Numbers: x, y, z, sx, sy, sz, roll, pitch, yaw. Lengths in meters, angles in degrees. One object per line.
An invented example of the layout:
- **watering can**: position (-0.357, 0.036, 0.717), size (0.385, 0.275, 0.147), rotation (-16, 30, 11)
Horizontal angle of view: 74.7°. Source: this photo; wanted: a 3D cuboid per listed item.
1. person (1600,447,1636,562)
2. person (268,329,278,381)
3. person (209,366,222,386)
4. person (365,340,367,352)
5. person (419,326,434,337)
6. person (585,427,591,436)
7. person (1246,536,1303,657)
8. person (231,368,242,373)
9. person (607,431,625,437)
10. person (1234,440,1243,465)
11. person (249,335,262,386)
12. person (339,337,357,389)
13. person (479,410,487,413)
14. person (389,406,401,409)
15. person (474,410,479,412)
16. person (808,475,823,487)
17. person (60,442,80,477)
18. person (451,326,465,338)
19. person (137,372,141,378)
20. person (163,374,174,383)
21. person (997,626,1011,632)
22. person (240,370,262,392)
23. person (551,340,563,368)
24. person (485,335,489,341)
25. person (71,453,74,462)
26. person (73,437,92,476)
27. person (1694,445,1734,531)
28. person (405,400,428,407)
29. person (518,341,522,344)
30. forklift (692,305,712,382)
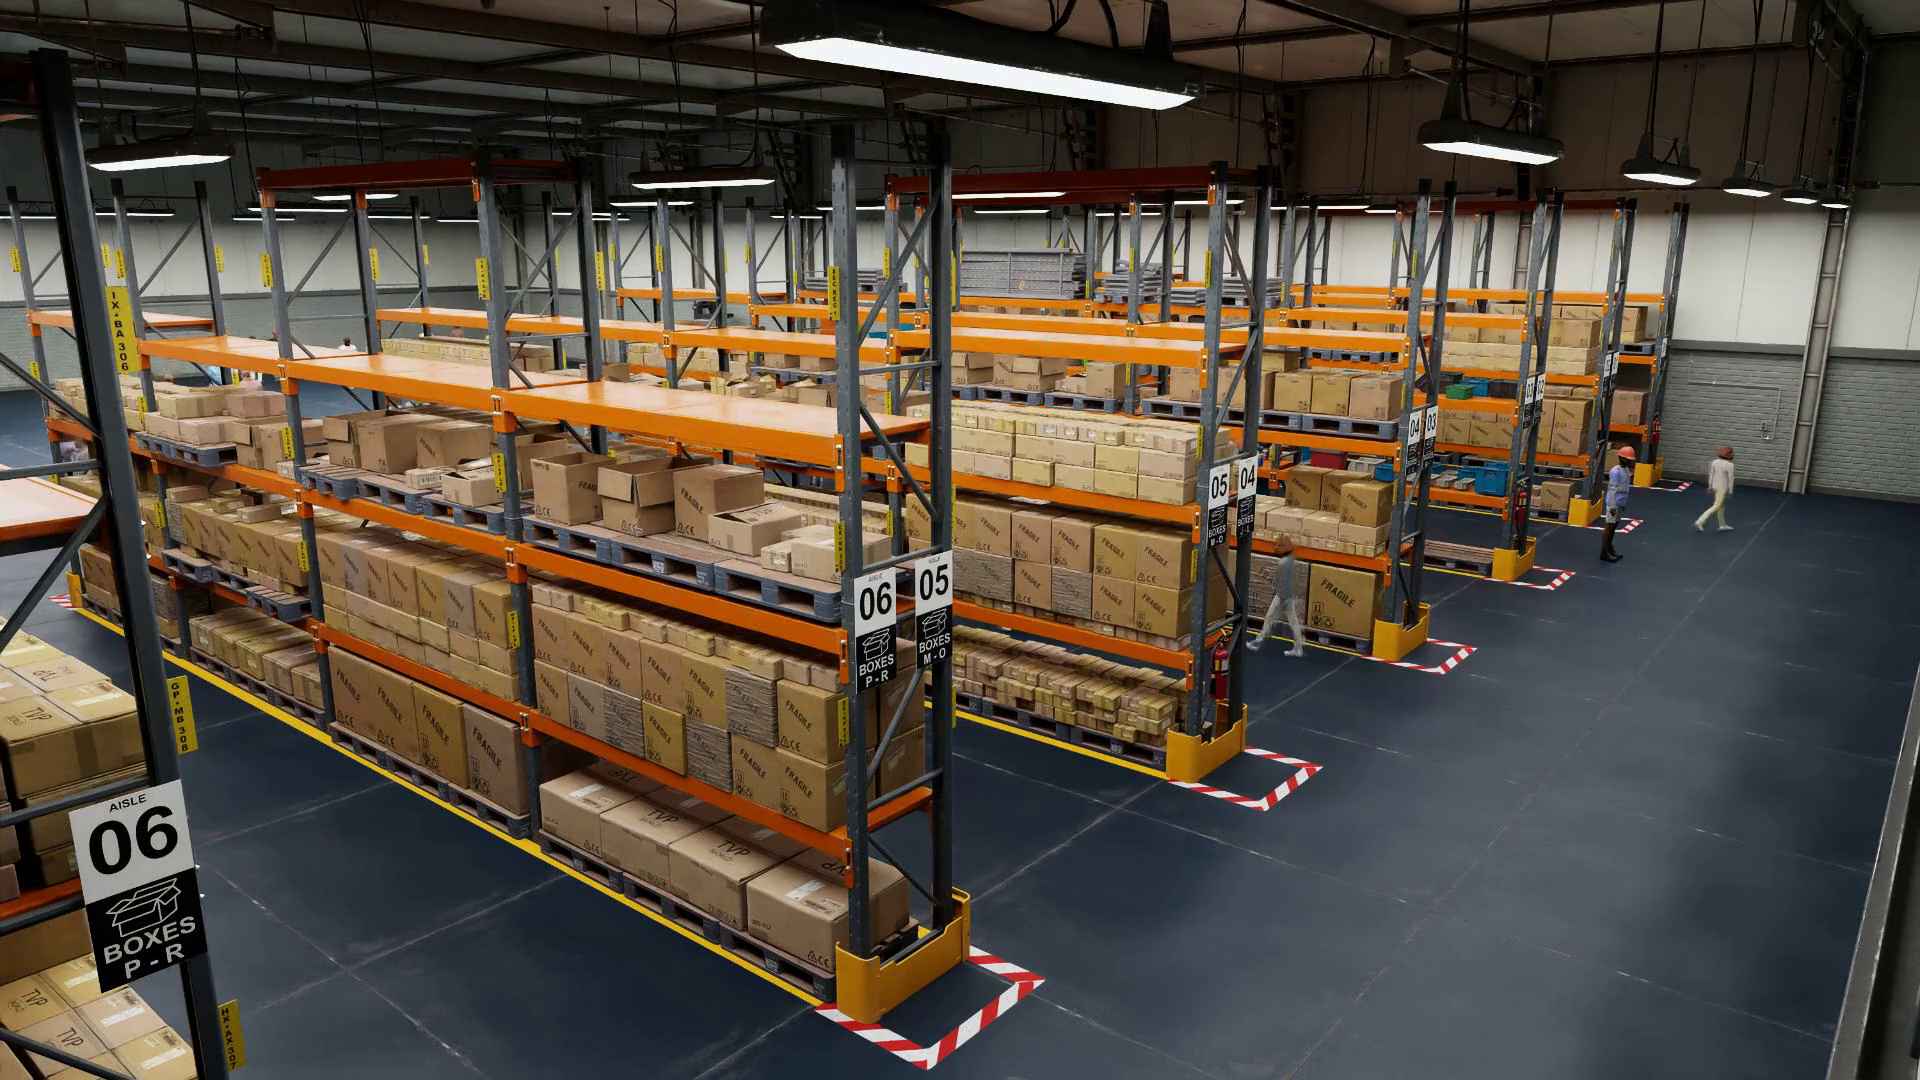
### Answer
- **person**: position (11.059, -0.618, 21.148), size (0.376, 1.931, 0.542), rotation (13, 19, 43)
- **person**: position (-25.376, -6.877, 46.843), size (0.621, 1.954, 0.946), rotation (-11, 17, -37)
- **person**: position (-22.911, -4.851, 39.074), size (0.579, 1.664, 0.641), rotation (11, 18, 38)
- **person**: position (-21.822, -6.894, 46.961), size (0.635, 1.930, 0.448), rotation (-10, 17, -35)
- **person**: position (-21.506, -7.778, 50.805), size (0.404, 1.833, 0.592), rotation (12, 18, 42)
- **person**: position (-9.146, -3.061, 31.224), size (0.585, 1.918, 0.381), rotation (7, 15, 26)
- **person**: position (4.110, 0.719, 16.362), size (0.843, 1.591, 0.506), rotation (8, 16, 30)
- **person**: position (-24.540, -5.782, 42.513), size (0.330, 1.874, 0.518), rotation (11, 17, 38)
- **person**: position (-9.287, -3.731, 33.968), size (0.573, 1.922, 0.634), rotation (-3, 14, -14)
- **person**: position (4.882, -0.826, 21.898), size (0.432, 1.977, 0.640), rotation (12, 18, 40)
- **person**: position (-25.448, -6.468, 45.460), size (0.632, 1.815, 0.782), rotation (-10, 17, -34)
- **person**: position (-21.722, -6.293, 44.740), size (0.610, 1.826, 0.626), rotation (12, 18, 42)
- **person**: position (-12.027, -3.263, 32.054), size (0.638, 1.922, 0.572), rotation (-6, 15, -24)
- **person**: position (-16.610, -4.419, 36.766), size (0.630, 1.940, 0.372), rotation (-8, 16, -30)
- **person**: position (-14.034, -4.375, 36.777), size (0.575, 1.851, 0.648), rotation (-1, 14, -4)
- **person**: position (-2.839, -1.529, 25.025), size (0.319, 1.870, 0.521), rotation (13, 19, 42)
- **person**: position (-18.981, -1.989, 26.848), size (0.542, 1.913, 0.883), rotation (-9, 16, -34)
- **person**: position (-21.124, -8.285, 53.035), size (0.533, 1.765, 0.330), rotation (-4, 14, -18)
- **person**: position (-21.680, -3.672, 33.941), size (0.577, 1.819, 0.905), rotation (8, 16, 30)
- **person**: position (-21.852, -3.767, 34.769), size (0.525, 1.602, 0.571), rotation (5, 15, 20)
- **person**: position (0.695, 0.378, 17.443), size (0.297, 1.744, 0.487), rotation (9, 17, 34)
- **person**: position (-18.815, -3.577, 33.391), size (0.538, 1.891, 0.665), rotation (11, 17, 37)
- **person**: position (-15.068, -6.938, 47.241), size (0.503, 1.888, 0.671), rotation (2, 14, 8)
- **person**: position (-16.551, -6.291, 44.521), size (0.419, 1.908, 0.603), rotation (-2, 14, -8)
- **person**: position (-20.939, -2.483, 29.530), size (0.536, 1.592, 0.875), rotation (-3, 14, -13)
- **person**: position (-15.838, -1.036, 22.931), size (0.550, 1.893, 0.670), rotation (-8, 16, -29)
- **person**: position (13.959, -0.950, 23.175), size (0.789, 1.604, 0.503), rotation (-1, 14, -5)
- **person**: position (-12.853, -2.686, 29.870), size (0.516, 1.824, 0.495), rotation (-8, 16, -29)
- **person**: position (-14.686, -5.744, 42.258), size (0.596, 1.918, 0.385), rotation (0, 14, -1)
- **forklift**: position (-9.511, -7.392, 47.124), size (1.873, 2.768, 1.129), rotation (11, 17, 38)
